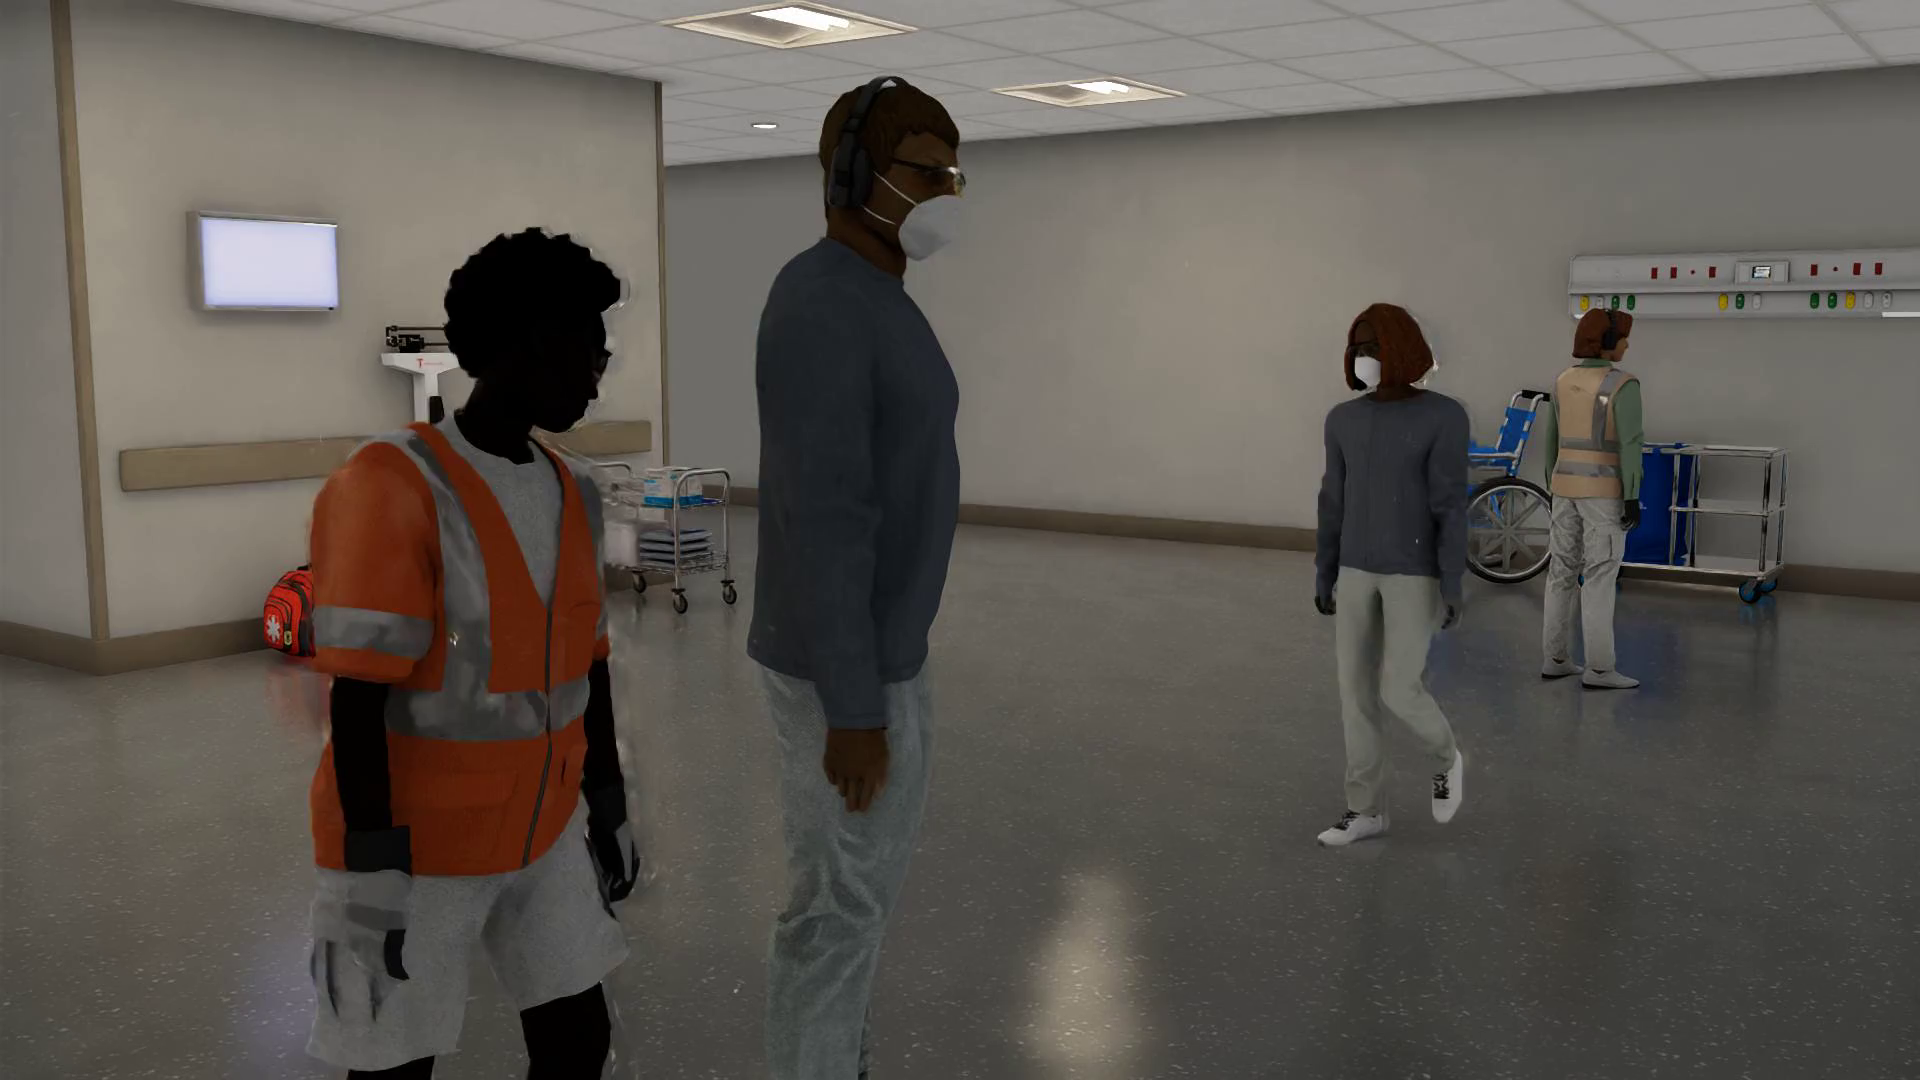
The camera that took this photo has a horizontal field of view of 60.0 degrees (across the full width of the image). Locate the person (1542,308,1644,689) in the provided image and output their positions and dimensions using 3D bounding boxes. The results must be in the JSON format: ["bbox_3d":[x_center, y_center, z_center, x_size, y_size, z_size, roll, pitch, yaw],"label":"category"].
[{"bbox_3d":[2.737,-0.179,7.204,0.310,1.636,0.522,-3,8,-23],"label":"person"}]

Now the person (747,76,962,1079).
[{"bbox_3d":[-0.154,0.227,2.747,0.373,1.936,0.627,1,7,4],"label":"person"}]

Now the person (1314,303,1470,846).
[{"bbox_3d":[1.291,0.111,4.943,0.419,1.616,0.516,-6,9,-39],"label":"person"}]

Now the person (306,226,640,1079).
[{"bbox_3d":[-0.671,0.415,2.286,0.352,1.674,0.562,4,8,29],"label":"person"}]
